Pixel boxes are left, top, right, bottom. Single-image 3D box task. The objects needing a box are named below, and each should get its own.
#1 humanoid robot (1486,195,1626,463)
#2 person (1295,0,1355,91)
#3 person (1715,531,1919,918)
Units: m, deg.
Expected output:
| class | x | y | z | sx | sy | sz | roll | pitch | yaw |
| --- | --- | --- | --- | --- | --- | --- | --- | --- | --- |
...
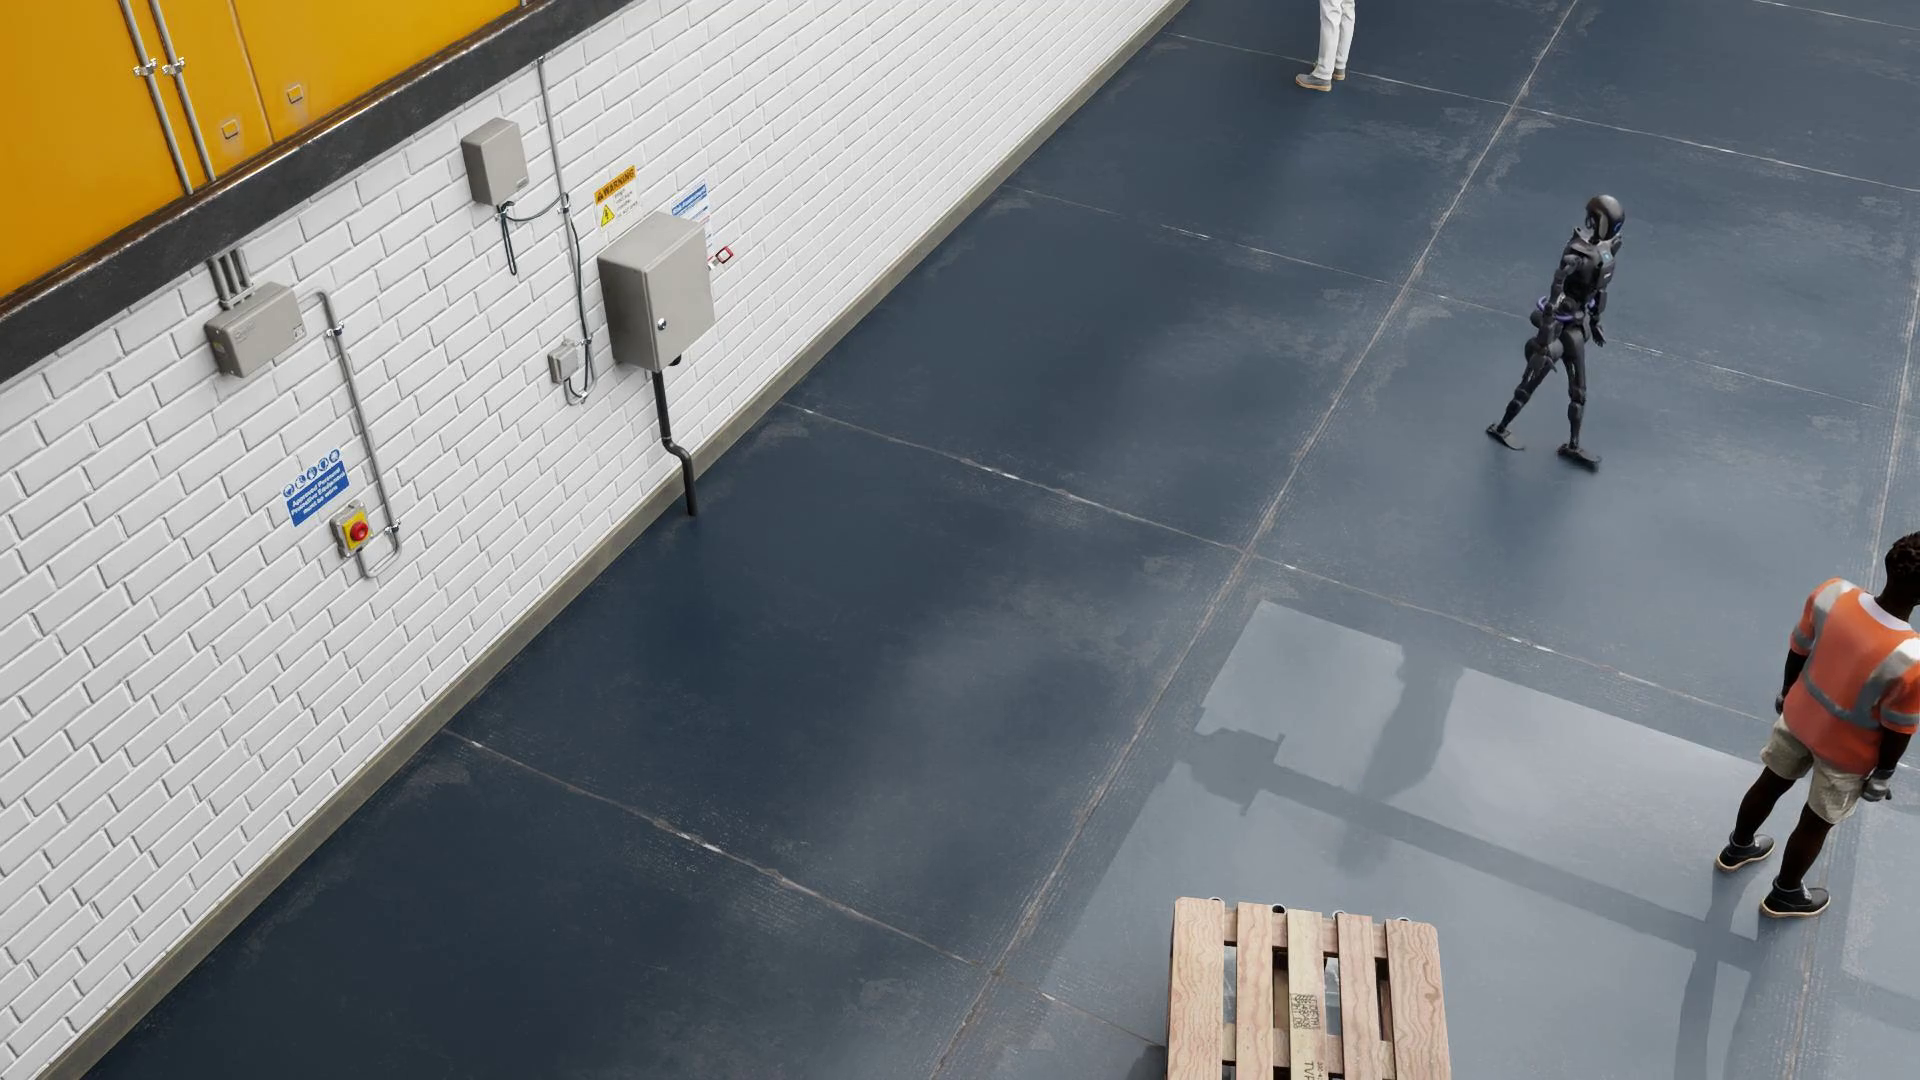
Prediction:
| class | x | y | z | sx | sy | sz | roll | pitch | yaw |
| --- | --- | --- | --- | --- | --- | --- | --- | --- | --- |
| humanoid robot | 3.343 | -1.128 | 9.077 | 0.601 | 1.637 | 0.639 | -28 | 48 | -29 |
| person | 2.885 | -4.361 | 12.660 | 0.354 | 1.883 | 0.572 | 29 | 48 | 29 |
| person | 3.515 | 0.753 | 6.667 | 0.368 | 1.966 | 0.600 | -14 | 43 | -15 |
